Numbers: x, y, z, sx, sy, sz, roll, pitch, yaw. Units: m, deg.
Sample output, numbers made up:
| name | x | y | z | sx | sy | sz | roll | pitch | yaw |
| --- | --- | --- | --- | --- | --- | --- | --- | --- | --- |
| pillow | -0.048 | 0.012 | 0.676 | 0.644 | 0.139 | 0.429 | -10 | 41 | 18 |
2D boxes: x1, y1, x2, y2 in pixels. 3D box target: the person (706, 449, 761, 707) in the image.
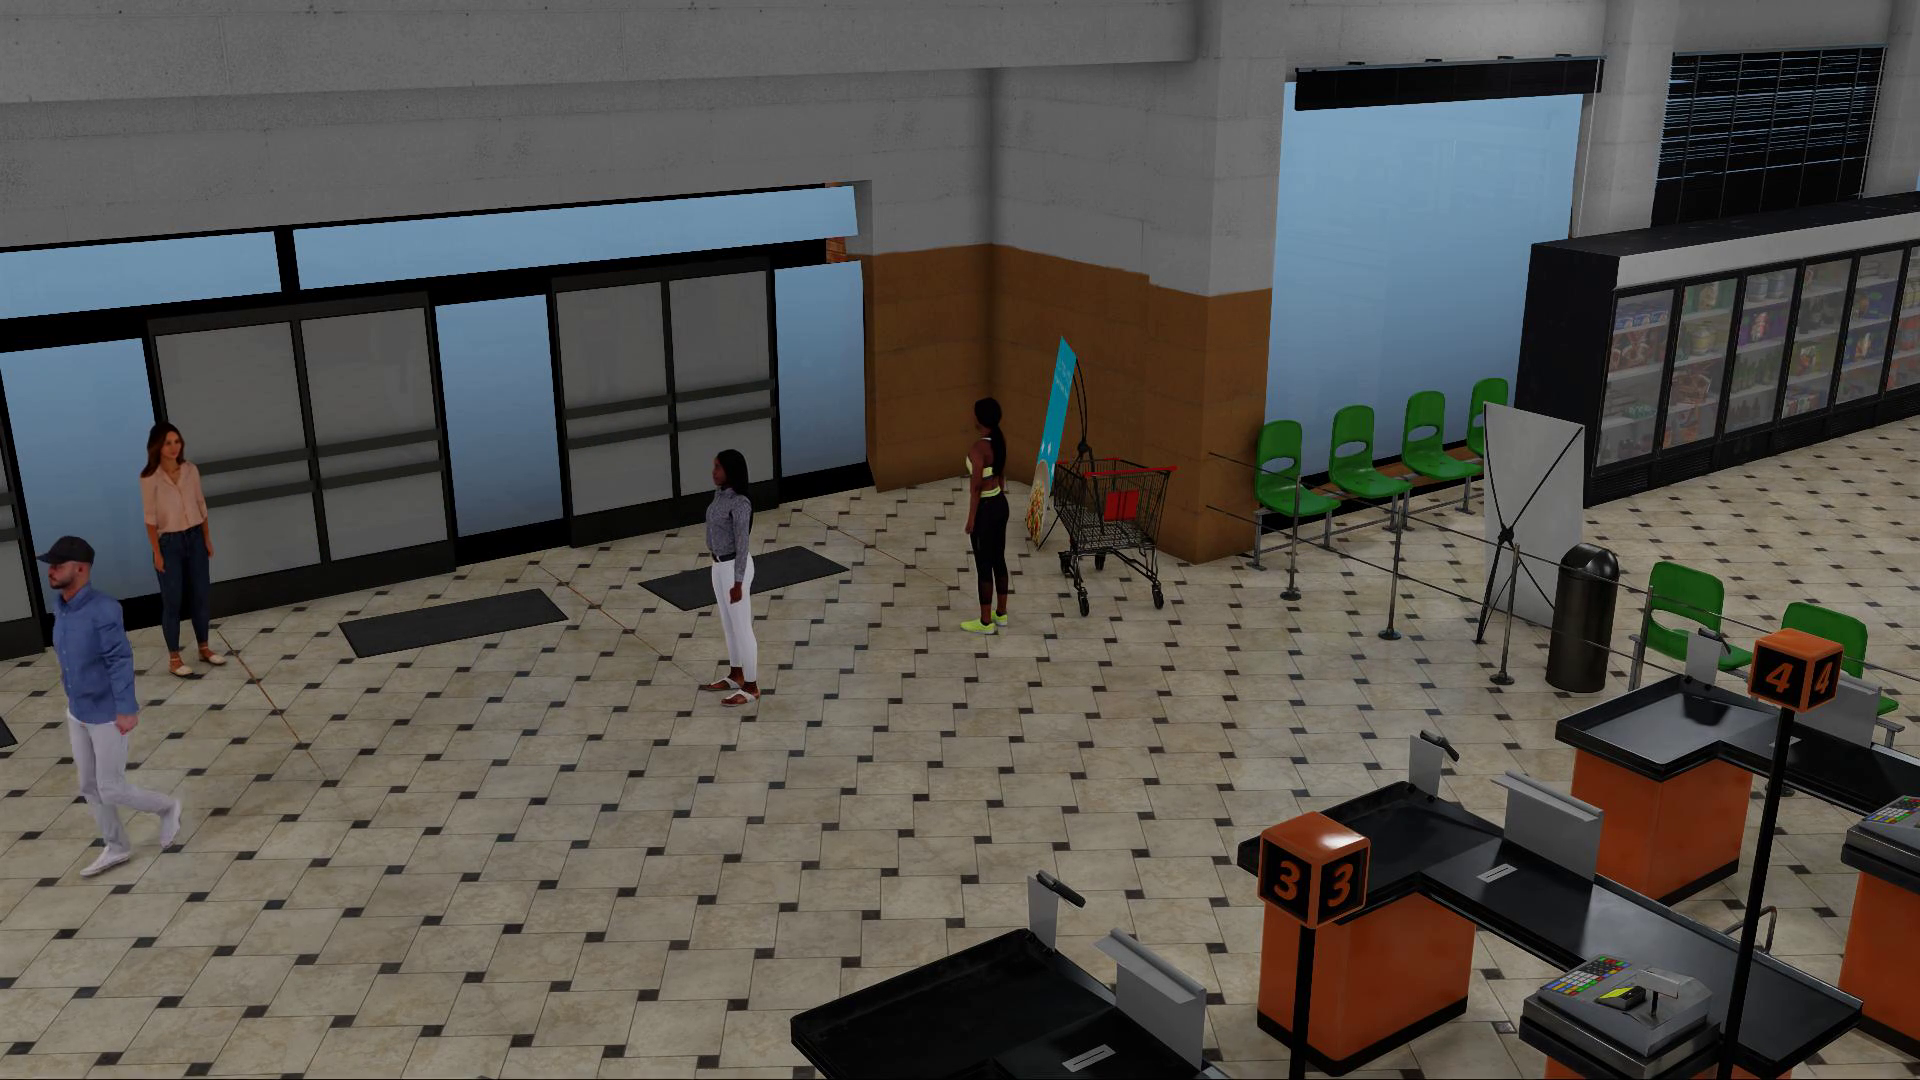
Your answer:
| name | x | y | z | sx | sy | sz | roll | pitch | yaw |
| --- | --- | --- | --- | --- | --- | --- | --- | --- | --- |
| person | -1.500 | 0.228 | 10.964 | 0.674 | 1.725 | 0.490 | -10 | 21 | -27 |

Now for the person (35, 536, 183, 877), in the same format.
| name | x | y | z | sx | sy | sz | roll | pitch | yaw |
| --- | --- | --- | --- | --- | --- | --- | --- | --- | --- |
| person | -4.512 | 0.862 | 8.845 | 0.860 | 1.879 | 0.891 | 10 | 21 | 28 |

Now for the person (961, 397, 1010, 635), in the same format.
| name | x | y | z | sx | sy | sz | roll | pitch | yaw |
| --- | --- | --- | --- | --- | --- | --- | --- | --- | --- |
| person | 0.216 | -0.181 | 12.132 | 0.615 | 1.755 | 0.622 | 13 | 22 | 33 |

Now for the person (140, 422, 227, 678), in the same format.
| name | x | y | z | sx | sy | sz | roll | pitch | yaw |
| --- | --- | --- | --- | --- | --- | --- | --- | --- | --- |
| person | -5.351 | 0.052 | 11.390 | 0.629 | 1.787 | 0.645 | 14 | 23 | 35 |
